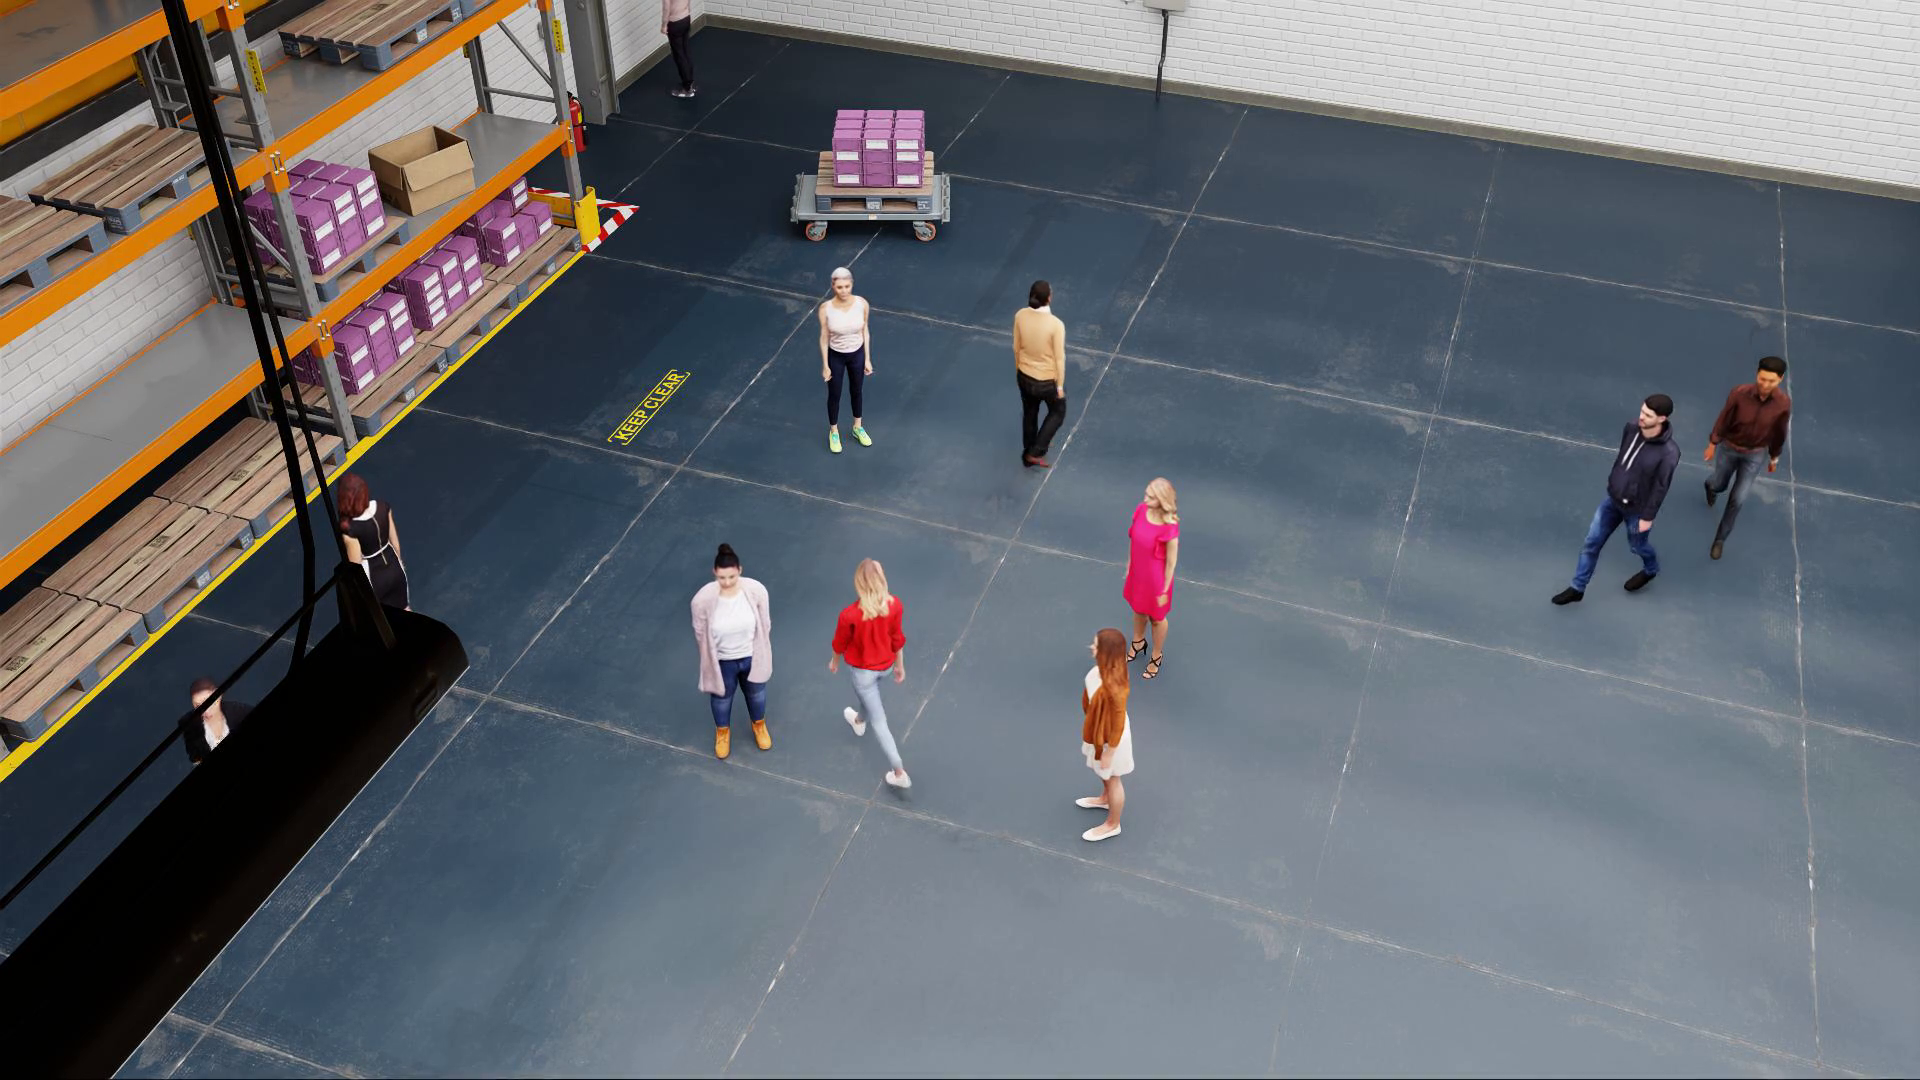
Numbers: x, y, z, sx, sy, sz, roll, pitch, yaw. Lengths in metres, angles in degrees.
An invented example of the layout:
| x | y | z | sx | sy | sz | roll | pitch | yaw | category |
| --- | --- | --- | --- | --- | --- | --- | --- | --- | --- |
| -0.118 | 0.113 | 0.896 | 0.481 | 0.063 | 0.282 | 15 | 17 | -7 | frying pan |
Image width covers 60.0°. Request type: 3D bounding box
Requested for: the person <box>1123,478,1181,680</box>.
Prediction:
| x | y | z | sx | sy | sz | roll | pitch | yaw | category |
| --- | --- | --- | --- | --- | --- | --- | --- | --- | --- |
| 1.364 | 0.250 | 11.768 | 0.703 | 1.728 | 0.666 | -23 | 44 | -26 | person |

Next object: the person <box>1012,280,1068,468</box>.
| x | y | z | sx | sy | sz | roll | pitch | yaw | category |
| --- | --- | --- | --- | --- | --- | --- | --- | --- | --- |
| 0.611 | -1.297 | 13.693 | 0.769 | 1.743 | 0.776 | 25 | 45 | 27 | person |

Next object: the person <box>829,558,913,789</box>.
| x | y | z | sx | sy | sz | roll | pitch | yaw | category |
| --- | --- | --- | --- | --- | --- | --- | --- | --- | --- |
| -0.545 | 0.918 | 10.989 | 1.155 | 1.657 | 1.131 | -22 | 44 | -26 | person |

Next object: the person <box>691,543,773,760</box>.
| x | y | z | sx | sy | sz | roll | pitch | yaw | category |
| --- | --- | --- | --- | --- | --- | --- | --- | --- | --- |
| -1.508 | 0.728 | 11.158 | 0.800 | 1.742 | 0.821 | -9 | 39 | -11 | person |

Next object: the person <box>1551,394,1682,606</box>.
| x | y | z | sx | sy | sz | roll | pitch | yaw | category |
| --- | --- | --- | --- | --- | --- | --- | --- | --- | --- |
| 5.070 | -0.293 | 12.349 | 1.240 | 1.850 | 1.194 | -15 | 41 | -18 | person |

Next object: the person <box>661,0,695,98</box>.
| x | y | z | sx | sy | sz | roll | pitch | yaw | category |
| --- | --- | --- | --- | --- | --- | --- | --- | --- | --- |
| -3.362 | -6.179 | 19.753 | 0.734 | 1.809 | 0.559 | 21 | 43 | 24 | person |

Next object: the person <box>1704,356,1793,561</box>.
| x | y | z | sx | sy | sz | roll | pitch | yaw | category |
| --- | --- | --- | --- | --- | --- | --- | --- | --- | --- |
| 6.102 | -0.737 | 12.987 | 0.711 | 1.750 | 1.024 | 13 | 40 | 15 | person |

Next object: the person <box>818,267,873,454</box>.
| x | y | z | sx | sy | sz | roll | pitch | yaw | category |
| --- | --- | --- | --- | --- | --- | --- | --- | --- | --- |
| -0.972 | -1.542 | 14.032 | 0.675 | 1.702 | 0.724 | -14 | 41 | -17 | person |

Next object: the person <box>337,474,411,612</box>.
| x | y | z | sx | sy | sz | roll | pitch | yaw | category |
| --- | --- | --- | --- | --- | --- | --- | --- | --- | --- |
| -4.052 | 0.281 | 11.675 | 0.661 | 1.796 | 0.478 | 20 | 43 | 23 | person |

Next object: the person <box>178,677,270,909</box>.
| x | y | z | sx | sy | sz | roll | pitch | yaw | category |
| --- | --- | --- | --- | --- | --- | --- | --- | --- | --- |
| -4.504 | 1.418 | 10.393 | 1.043 | 1.619 | 1.121 | -15 | 41 | -18 | person |

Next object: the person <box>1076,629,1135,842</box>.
| x | y | z | sx | sy | sz | roll | pitch | yaw | category |
| --- | --- | --- | --- | --- | --- | --- | --- | --- | --- |
| 0.956 | 1.212 | 10.568 | 0.763 | 1.723 | 0.639 | -1 | 39 | -2 | person |
